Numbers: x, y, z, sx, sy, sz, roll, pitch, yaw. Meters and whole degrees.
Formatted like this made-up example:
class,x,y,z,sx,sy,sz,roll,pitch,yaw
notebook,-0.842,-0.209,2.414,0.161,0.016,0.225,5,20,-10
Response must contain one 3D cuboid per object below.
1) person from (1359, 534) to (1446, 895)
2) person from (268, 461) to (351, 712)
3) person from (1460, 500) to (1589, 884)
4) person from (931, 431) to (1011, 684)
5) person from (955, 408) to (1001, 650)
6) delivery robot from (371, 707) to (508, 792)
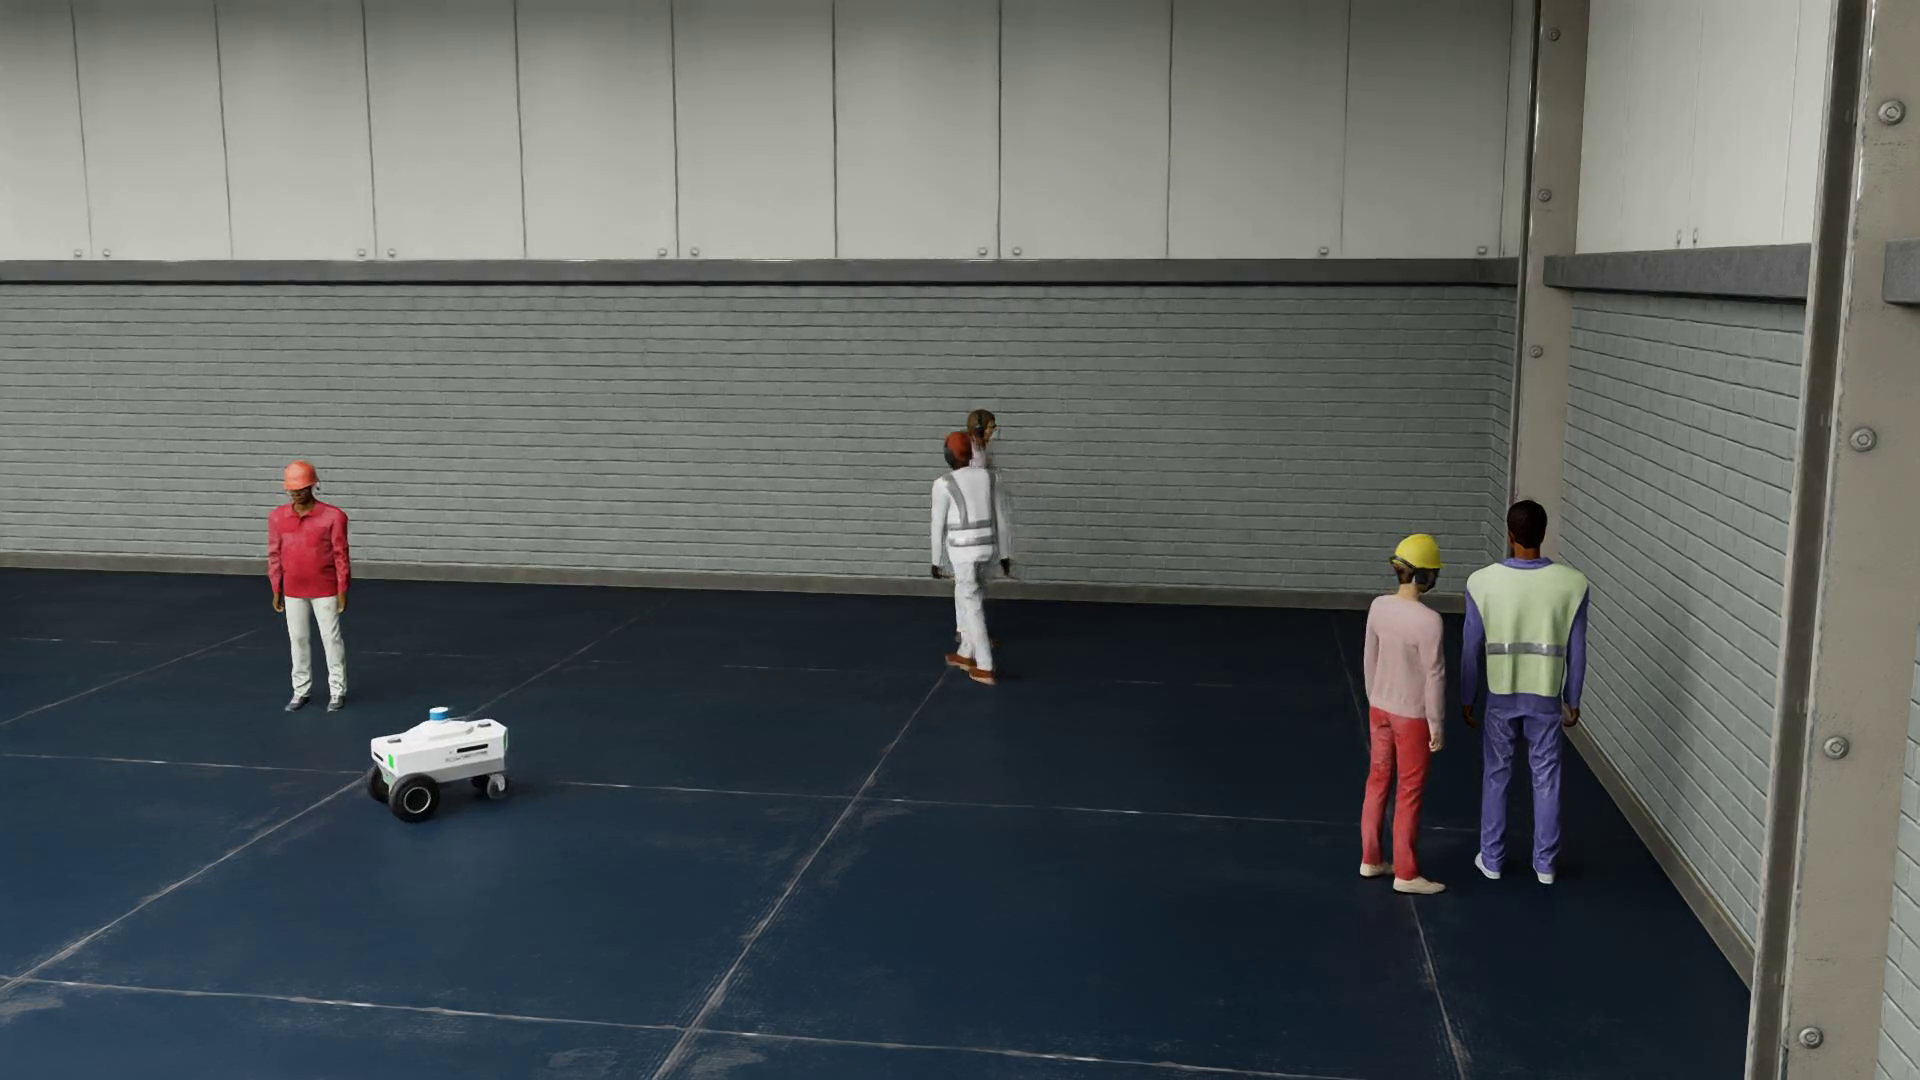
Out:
class,x,y,z,sx,sy,sz,roll,pitch,yaw
person,2.196,0.843,8.149,0.330,1.765,0.533,-4,10,-24
person,-4.476,0.320,11.434,0.570,1.743,0.351,0,9,2
person,2.780,0.758,8.235,0.591,1.915,0.401,2,9,12
person,0.012,0.115,12.377,0.597,1.845,0.816,-7,12,-38
person,0.129,-0.096,13.399,0.354,1.937,0.635,-1,9,-8
delivery robot,-2.934,1.191,9.412,0.707,0.478,0.477,-6,11,-36
